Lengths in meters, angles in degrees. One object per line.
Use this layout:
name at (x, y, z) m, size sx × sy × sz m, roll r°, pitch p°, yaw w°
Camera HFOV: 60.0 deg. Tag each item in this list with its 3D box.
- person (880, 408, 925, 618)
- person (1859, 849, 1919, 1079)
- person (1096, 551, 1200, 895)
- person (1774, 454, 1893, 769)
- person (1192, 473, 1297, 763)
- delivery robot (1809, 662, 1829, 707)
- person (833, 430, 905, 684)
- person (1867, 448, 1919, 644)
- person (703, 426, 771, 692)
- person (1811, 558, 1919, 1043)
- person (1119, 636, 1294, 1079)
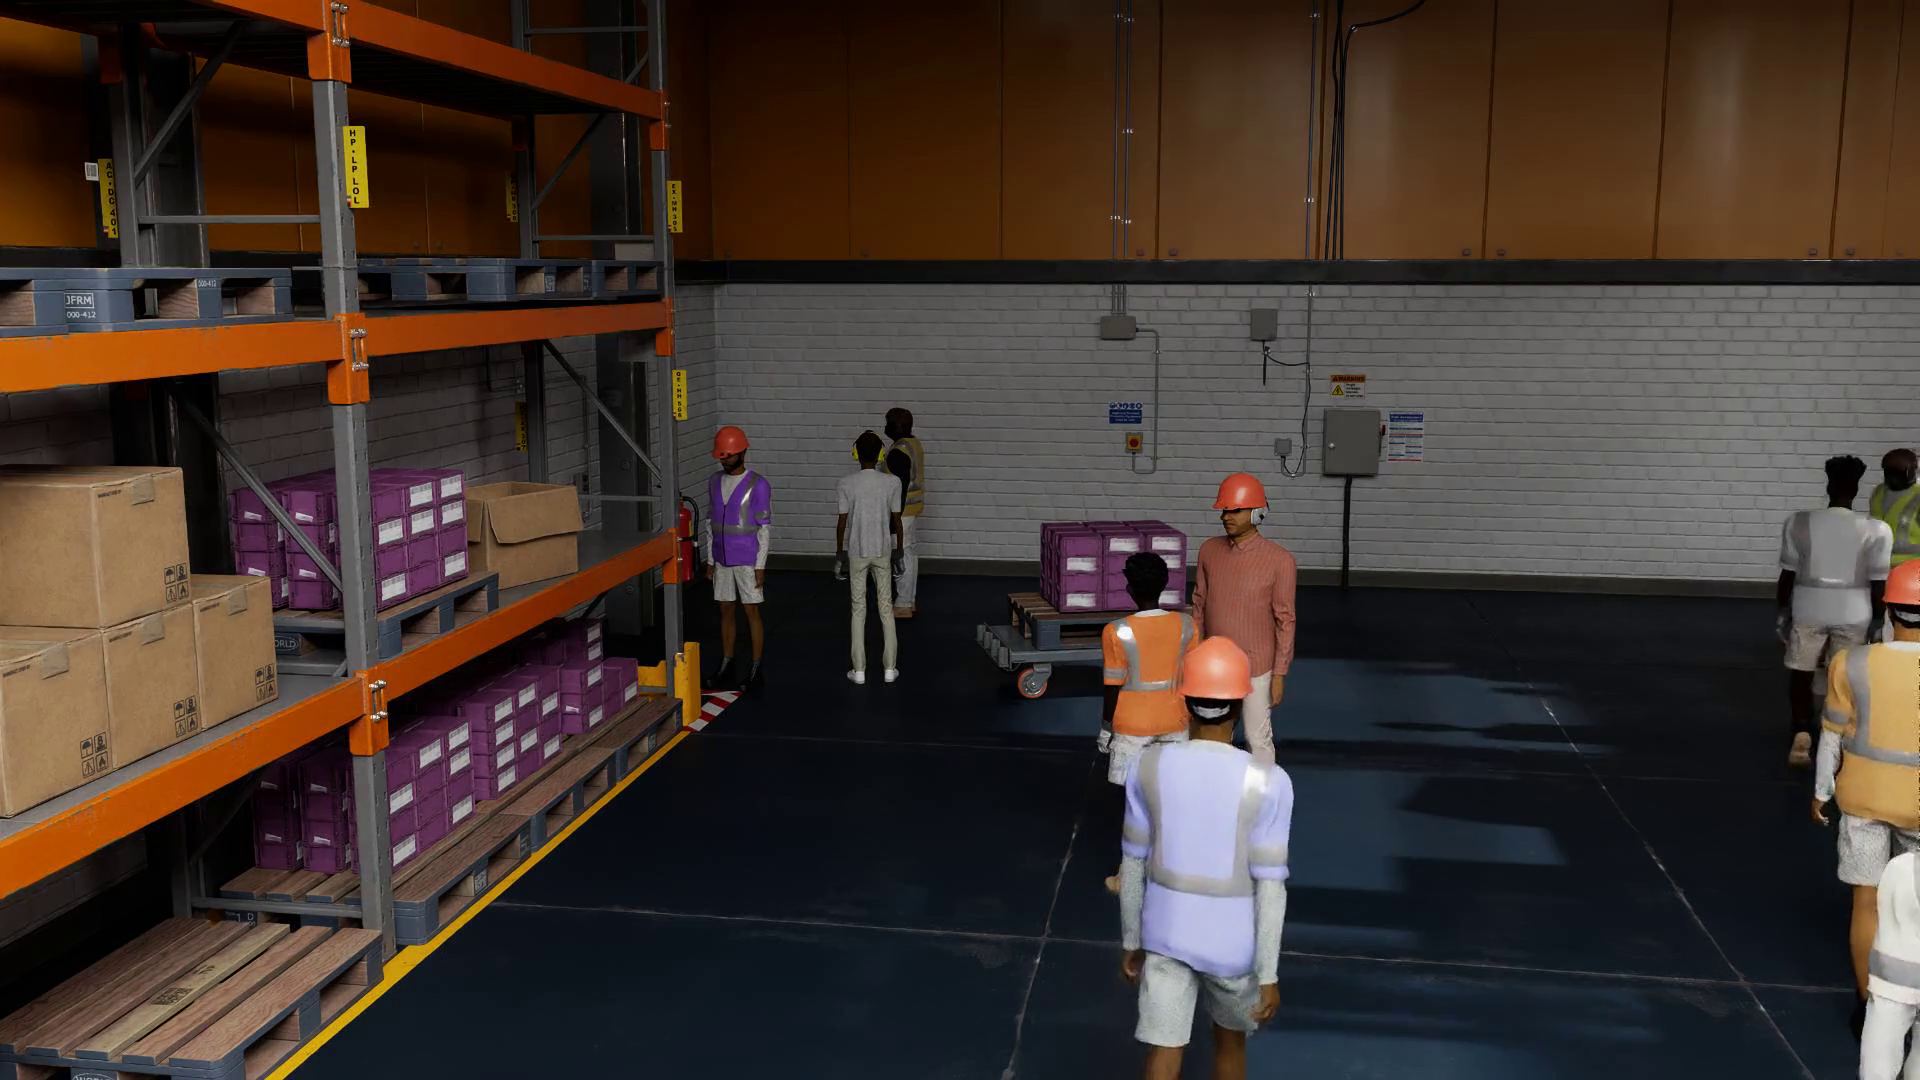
person at (-0.530, -0.241, 14.594) m, size 0.429 × 1.844 × 0.625 m, roll 1°, pitch 9°, yaw 8°
person at (2.582, 1.379, 4.162) m, size 0.605 × 1.973 × 1.095 m, roll 5°, pitch 10°, yaw 26°
person at (0.905, 0.897, 8.030) m, size 0.531 × 1.693 × 0.320 m, roll -4°, pitch 10°, yaw -22°
person at (5.203, 0.465, 9.951) m, size 0.611 × 1.939 × 0.662 m, roll 5°, pitch 11°, yaw 29°
person at (1.452, 0.640, 8.692) m, size 0.608 × 1.995 × 0.377 m, roll 8°, pitch 12°, yaw 41°
delivery robot at (5.914, 0.946, 10.927) m, size 0.707 × 0.478 × 0.477 m, roll 3°, pitch 10°, yaw 15°
person at (-0.668, 0.127, 12.243) m, size 0.534 × 1.868 × 0.309 m, roll -2°, pitch 9°, yaw -10°
person at (6.799, 0.232, 11.959) m, size 0.954 × 1.795 × 0.641 m, roll -1°, pitch 9°, yaw -6°
person at (-1.625, 0.134, 12.015) m, size 0.542 × 1.929 × 0.368 m, roll 5°, pitch 11°, yaw 29°
person at (3.689, 1.017, 6.593) m, size 0.560 × 1.915 × 0.614 m, roll 5°, pitch 10°, yaw 26°
person at (0.730, 1.264, 5.190) m, size 0.551 × 1.898 × 0.979 m, roll 4°, pitch 10°, yaw 22°
